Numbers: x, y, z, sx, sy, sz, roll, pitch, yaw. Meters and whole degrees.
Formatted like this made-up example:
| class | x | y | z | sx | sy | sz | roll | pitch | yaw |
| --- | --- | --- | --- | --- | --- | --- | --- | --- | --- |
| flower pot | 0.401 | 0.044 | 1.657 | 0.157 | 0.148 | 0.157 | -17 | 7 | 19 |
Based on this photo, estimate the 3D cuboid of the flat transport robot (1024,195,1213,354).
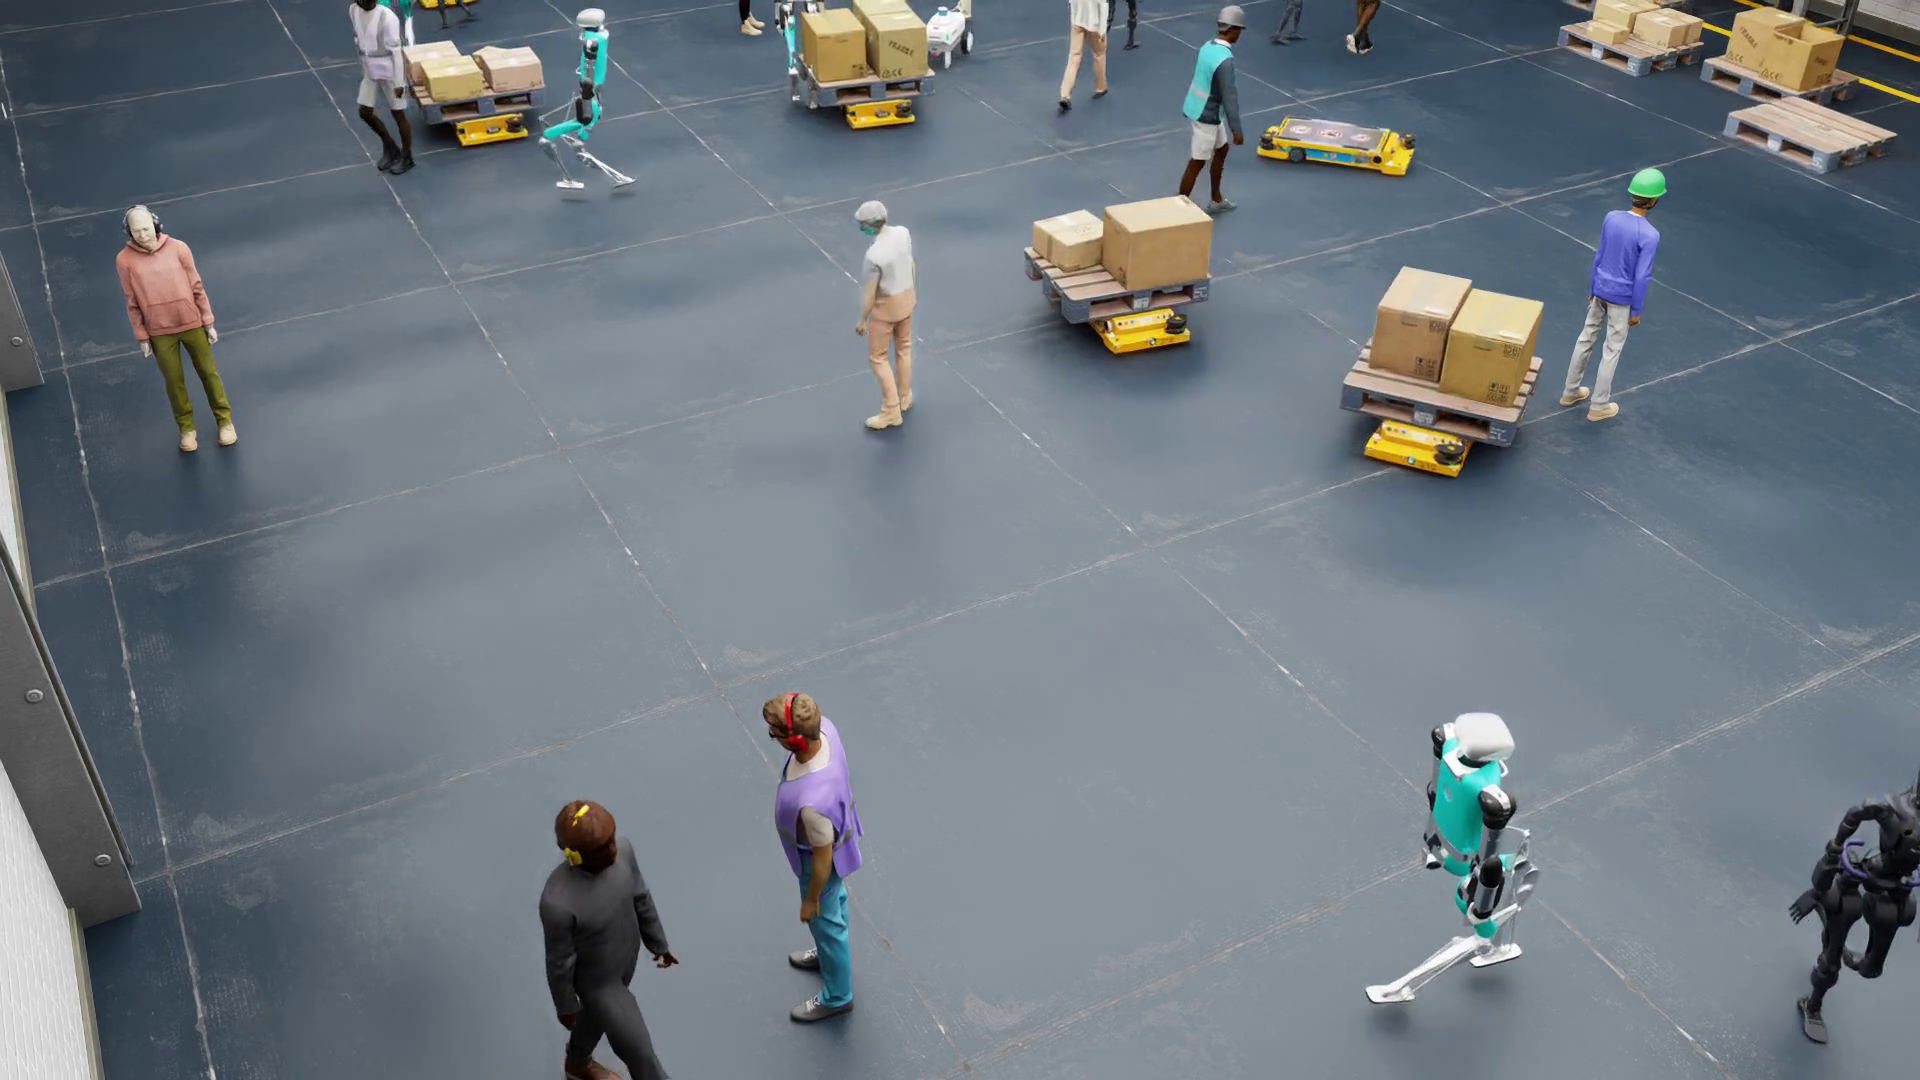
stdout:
| class | x | y | z | sx | sy | sz | roll | pitch | yaw |
| --- | --- | --- | --- | --- | --- | --- | --- | --- | --- |
| flat transport robot | 1.261 | -1.951 | 13.502 | 0.659 | 0.231 | 1.431 | -12 | 37 | -16 |

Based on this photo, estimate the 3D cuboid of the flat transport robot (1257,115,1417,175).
| class | x | y | z | sx | sy | sz | roll | pitch | yaw |
| --- | --- | --- | --- | --- | --- | --- | --- | --- | --- |
| flat transport robot | 3.675 | -3.848 | 16.210 | 1.431 | 0.231 | 0.659 | 13 | 37 | 17 |

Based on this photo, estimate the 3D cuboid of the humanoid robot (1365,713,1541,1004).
| class | x | y | z | sx | sy | sz | roll | pitch | yaw |
| --- | --- | --- | --- | --- | --- | --- | --- | --- | --- |
| humanoid robot | 2.386 | 1.434 | 7.411 | 1.042 | 1.734 | 0.545 | -9 | 36 | -13 |

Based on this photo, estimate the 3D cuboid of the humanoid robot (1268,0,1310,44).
| class | x | y | z | sx | sy | sz | roll | pitch | yaw |
| --- | --- | --- | --- | --- | --- | --- | --- | --- | --- |
| humanoid robot | 3.768 | -6.381 | 18.593 | 0.454 | 1.643 | 0.609 | 6 | 35 | 8 |

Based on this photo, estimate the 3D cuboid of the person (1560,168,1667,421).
| class | x | y | z | sx | sy | sz | roll | pitch | yaw |
| --- | --- | --- | --- | --- | --- | --- | --- | --- | --- |
| person | 4.678 | -1.746 | 11.825 | 0.381 | 1.865 | 0.457 | -19 | 39 | -25 |

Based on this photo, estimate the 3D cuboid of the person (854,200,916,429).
| class | x | y | z | sx | sy | sz | roll | pitch | yaw |
| --- | --- | --- | --- | --- | --- | --- | --- | --- | --- |
| person | -0.489 | -1.628 | 11.794 | 0.300 | 1.707 | 0.613 | 25 | 42 | 31 |

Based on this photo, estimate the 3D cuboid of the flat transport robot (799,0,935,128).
| class | x | y | z | sx | sy | sz | roll | pitch | yaw |
| --- | --- | --- | --- | --- | --- | --- | --- | --- | --- |
| flat transport robot | -0.976 | -4.645 | 17.348 | 0.659 | 0.231 | 1.431 | -10 | 36 | -14 |

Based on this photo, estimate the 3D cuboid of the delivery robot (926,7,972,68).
| class | x | y | z | sx | sy | sz | roll | pitch | yaw |
| --- | --- | --- | --- | --- | --- | --- | --- | --- | --- |
| delivery robot | -0.187 | -5.610 | 18.469 | 0.499 | 0.586 | 0.765 | 9 | 36 | 13 |

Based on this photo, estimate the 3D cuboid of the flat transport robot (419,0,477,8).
| class | x | y | z | sx | sy | sz | roll | pitch | yaw |
| --- | --- | --- | --- | --- | --- | --- | --- | --- | --- |
| flat transport robot | -6.453 | -6.879 | 20.538 | 0.659 | 0.231 | 1.431 | -17 | 39 | -23 |

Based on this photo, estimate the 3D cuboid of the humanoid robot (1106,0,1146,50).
| class | x | y | z | sx | sy | sz | roll | pitch | yaw |
| --- | --- | --- | --- | --- | --- | --- | --- | --- | --- |
| humanoid robot | 1.767 | -6.188 | 18.357 | 0.610 | 1.641 | 0.686 | 24 | 42 | 30 |

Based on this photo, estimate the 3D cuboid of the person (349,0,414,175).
| class | x | y | z | sx | sy | sz | roll | pitch | yaw |
| --- | --- | --- | --- | --- | --- | --- | --- | --- | --- |
| person | -5.400 | -4.314 | 15.433 | 0.579 | 1.922 | 0.470 | 15 | 38 | 21 |

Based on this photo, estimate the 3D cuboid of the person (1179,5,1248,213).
| class | x | y | z | sx | sy | sz | roll | pitch | yaw |
| --- | --- | --- | --- | --- | --- | --- | --- | --- | --- |
| person | 2.253 | -3.685 | 14.568 | 0.767 | 1.885 | 0.708 | -2 | 35 | -3 |

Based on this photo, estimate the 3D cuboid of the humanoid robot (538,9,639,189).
| class | x | y | z | sx | sy | sz | roll | pitch | yaw |
| --- | --- | --- | --- | --- | --- | --- | --- | --- | --- |
| humanoid robot | -3.483 | -3.913 | 15.020 | 0.969 | 1.729 | 0.530 | 1 | 35 | 1 |

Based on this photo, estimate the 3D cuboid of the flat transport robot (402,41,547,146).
| class | x | y | z | sx | sy | sz | roll | pitch | yaw |
| --- | --- | --- | --- | --- | --- | --- | --- | --- | --- |
| flat transport robot | -4.898 | -4.380 | 16.969 | 0.659 | 0.231 | 1.431 | -15 | 38 | -20 |

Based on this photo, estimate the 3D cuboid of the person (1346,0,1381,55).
| class | x | y | z | sx | sy | sz | roll | pitch | yaw |
| --- | --- | --- | --- | --- | --- | --- | --- | --- | --- |
| person | 4.434 | -6.283 | 18.251 | 0.672 | 1.916 | 0.728 | 19 | 39 | 25 |

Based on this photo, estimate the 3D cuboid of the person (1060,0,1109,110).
| class | x | y | z | sx | sy | sz | roll | pitch | yaw |
| --- | --- | --- | --- | --- | --- | --- | --- | --- | --- |
| person | 1.295 | -5.263 | 17.033 | 0.463 | 1.637 | 0.850 | 16 | 38 | 21 |

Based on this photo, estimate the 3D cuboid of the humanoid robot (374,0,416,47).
| class | x | y | z | sx | sy | sz | roll | pitch | yaw |
| --- | --- | --- | --- | --- | --- | --- | --- | --- | --- |
| humanoid robot | -6.108 | -5.935 | 17.950 | 0.530 | 1.832 | 0.676 | -7 | 36 | -10 |

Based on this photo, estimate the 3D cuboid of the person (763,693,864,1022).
| class | x | y | z | sx | sy | sz | roll | pitch | yaw |
| --- | --- | --- | --- | --- | --- | --- | --- | --- | --- |
| person | -0.620 | 1.398 | 7.353 | 0.391 | 1.837 | 0.563 | -1 | 35 | -2 |

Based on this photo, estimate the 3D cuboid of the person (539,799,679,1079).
| class | x | y | z | sx | sy | sz | roll | pitch | yaw |
| --- | --- | --- | --- | --- | --- | --- | --- | --- | --- |
| person | -1.380 | 1.770 | 6.830 | 0.962 | 1.817 | 0.517 | 15 | 38 | 20 |

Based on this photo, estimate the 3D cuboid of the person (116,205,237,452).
| class | x | y | z | sx | sy | sz | roll | pitch | yaw |
| --- | --- | --- | --- | --- | --- | --- | --- | --- | --- |
| person | -5.407 | -1.466 | 11.455 | 0.520 | 1.831 | 0.365 | -15 | 38 | -20 |

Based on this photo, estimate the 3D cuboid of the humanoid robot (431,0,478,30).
| class | x | y | z | sx | sy | sz | roll | pitch | yaw |
| --- | --- | --- | --- | --- | --- | --- | --- | --- | --- |
| humanoid robot | -5.967 | -6.754 | 19.148 | 0.569 | 1.643 | 0.603 | -9 | 36 | -12 |

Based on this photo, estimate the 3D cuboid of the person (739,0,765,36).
| class | x | y | z | sx | sy | sz | roll | pitch | yaw |
| --- | --- | --- | --- | --- | --- | --- | --- | --- | --- |
| person | -2.416 | -6.631 | 18.937 | 0.320 | 1.695 | 0.536 | 1 | 35 | 2 |

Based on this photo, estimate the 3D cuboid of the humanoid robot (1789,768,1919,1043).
| class | x | y | z | sx | sy | sz | roll | pitch | yaw |
| --- | --- | --- | --- | --- | --- | --- | --- | --- | --- |
| humanoid robot | 4.010 | 1.492 | 7.366 | 0.584 | 1.626 | 0.528 | 6 | 35 | 8 |

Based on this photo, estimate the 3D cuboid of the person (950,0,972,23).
| class | x | y | z | sx | sy | sz | roll | pitch | yaw |
| --- | --- | --- | --- | --- | --- | --- | --- | --- | --- |
| person | 0.019 | -6.924 | 19.234 | 0.390 | 1.837 | 0.562 | -1 | 35 | -1 |

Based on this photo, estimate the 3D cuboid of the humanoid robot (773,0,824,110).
| class | x | y | z | sx | sy | sz | roll | pitch | yaw |
| --- | --- | --- | --- | --- | --- | --- | --- | --- | --- |
| humanoid robot | -1.605 | -5.219 | 16.891 | 0.539 | 1.775 | 0.849 | -5 | 35 | -7 |

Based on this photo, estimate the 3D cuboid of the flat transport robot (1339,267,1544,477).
| class | x | y | z | sx | sy | sz | roll | pitch | yaw |
| --- | --- | --- | --- | --- | --- | --- | --- | --- | --- |
| flat transport robot | 3.452 | -0.940 | 12.058 | 0.659 | 0.231 | 1.431 | 16 | 38 | 22 |
